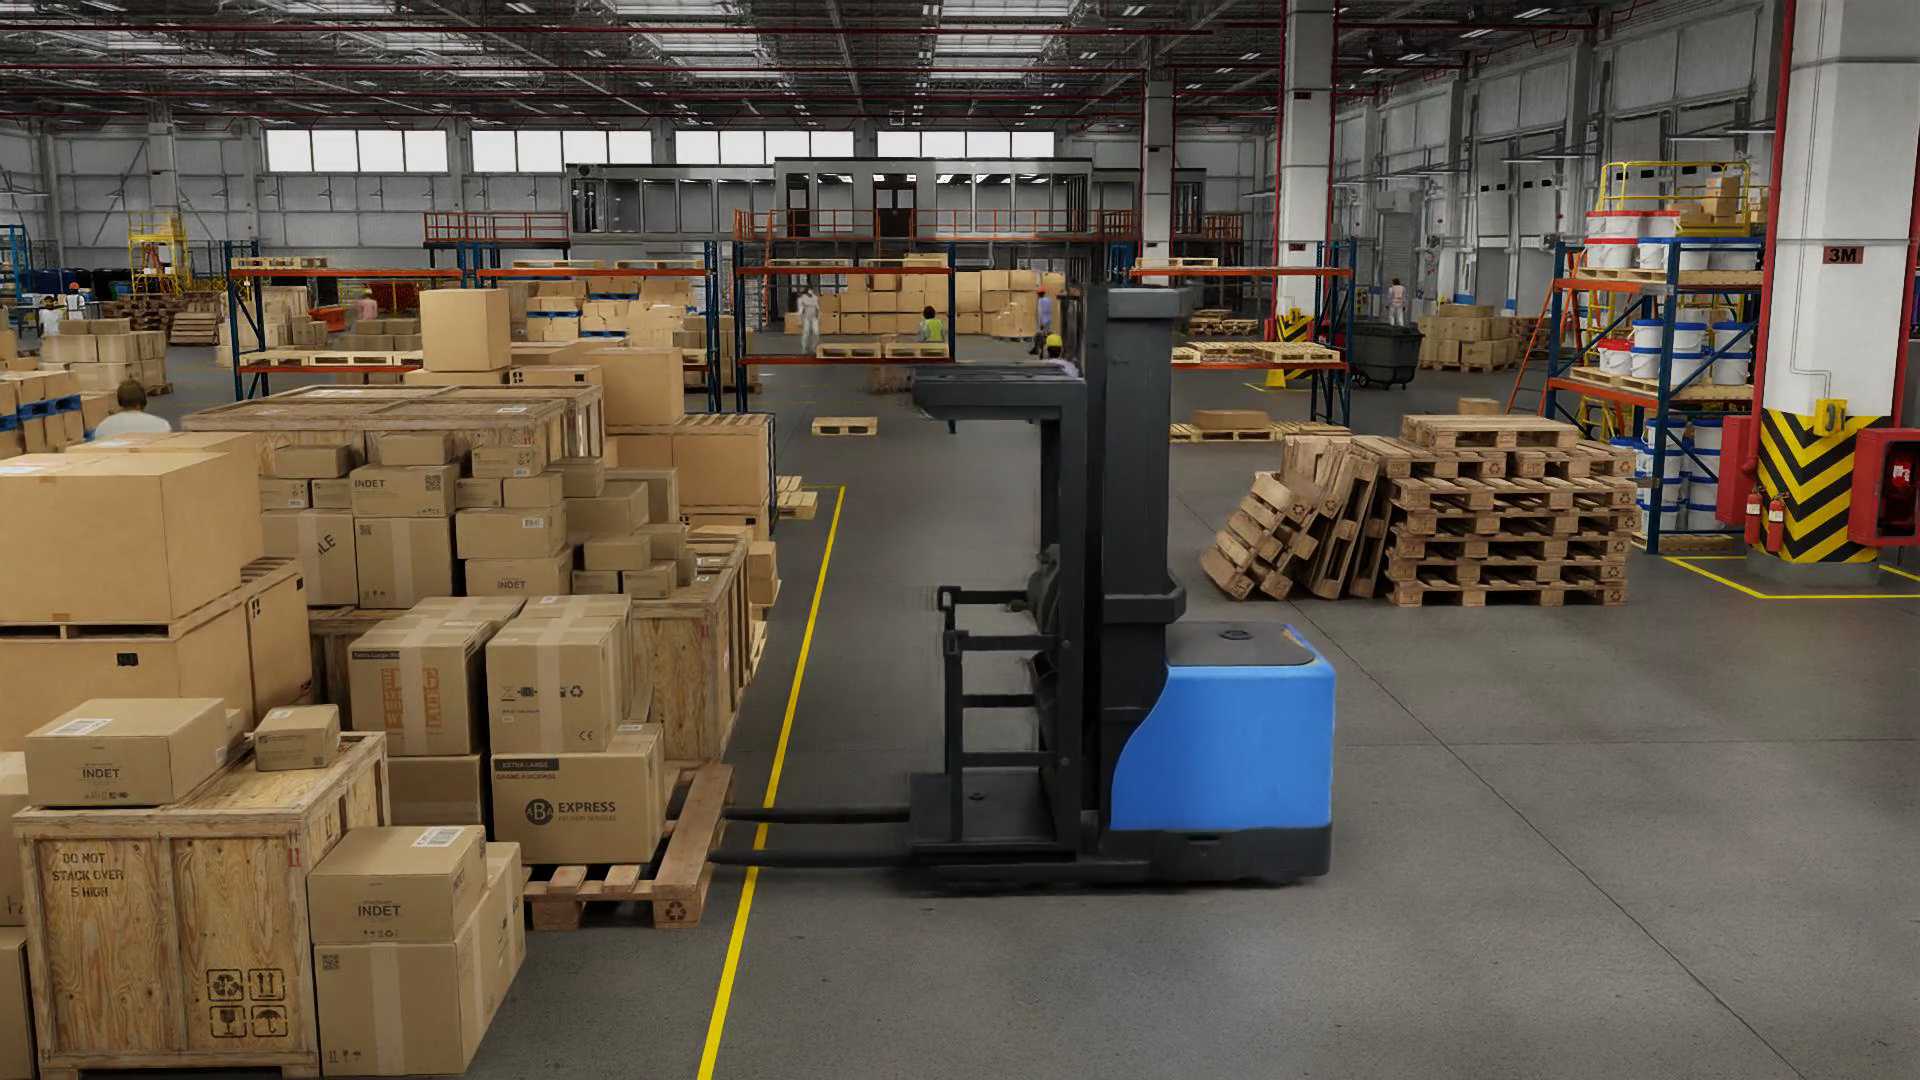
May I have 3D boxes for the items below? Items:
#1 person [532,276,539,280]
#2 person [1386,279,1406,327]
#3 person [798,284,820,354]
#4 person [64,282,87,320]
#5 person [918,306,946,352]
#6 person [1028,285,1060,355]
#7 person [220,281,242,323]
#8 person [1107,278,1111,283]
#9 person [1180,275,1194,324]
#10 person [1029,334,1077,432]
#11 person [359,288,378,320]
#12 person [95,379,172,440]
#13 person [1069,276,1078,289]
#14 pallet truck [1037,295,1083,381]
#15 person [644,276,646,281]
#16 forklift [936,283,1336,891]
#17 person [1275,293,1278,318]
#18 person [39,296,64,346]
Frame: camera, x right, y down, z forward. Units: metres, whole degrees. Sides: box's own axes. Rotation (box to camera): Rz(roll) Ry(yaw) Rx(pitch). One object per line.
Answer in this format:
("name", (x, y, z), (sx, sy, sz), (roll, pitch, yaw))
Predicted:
("person", (-15.870, -9.061, 62.341), (0.504, 1.847, 0.345), (-6, 12, -30))
("person", (14.560, -7.810, 55.532), (0.648, 1.794, 0.574), (-2, 10, -11))
("person", (-3.898, -5.698, 43.382), (0.676, 1.921, 0.724), (-8, 13, -38))
("person", (-23.844, -5.979, 44.913), (0.552, 1.936, 0.359), (0, 10, 1))
("person", (-0.561, -3.470, 31.218), (0.619, 1.840, 0.430), (-8, 13, -37))
("person", (2.280, -5.864, 44.456), (1.021, 1.890, 0.541), (10, 14, 44))
("person", (-20.855, -6.462, 47.634), (0.565, 1.935, 0.375), (-4, 11, -19))
("person", (5.556, -8.871, 61.691), (0.867, 1.708, 0.499), (5, 11, 27))
("person", (8.320, -8.954, 61.521), (0.798, 1.914, 0.614), (9, 14, 41))
("person", (1.159, -1.646, 20.976), (0.608, 1.872, 1.000), (0, 10, 2))
("person", (-16.679, -6.223, 46.846), (0.529, 1.741, 0.696), (0, 10, -2))
("person", (-6.776, -0.366, 13.696), (0.638, 1.924, 0.742), (1, 10, 6))
("person", (3.801, -7.950, 56.050), (0.355, 1.883, 0.575), (-7, 12, -34))
("pallet truck", (2.483, -3.881, 33.060), (1.885, 1.965, 0.823), (-7, 13, -36))
("person", (-11.303, -8.560, 59.210), (0.362, 1.963, 0.613), (-5, 11, -24))
("forklift", (0.809, 0.169, 8.039), (1.873, 2.768, 1.129), (0, 10, -2))
("person", (7.423, -4.795, 38.377), (0.381, 1.917, 0.586), (-7, 12, -33))
("person", (-19.779, -4.391, 36.275), (0.535, 1.865, 0.311), (-4, 11, -19))
